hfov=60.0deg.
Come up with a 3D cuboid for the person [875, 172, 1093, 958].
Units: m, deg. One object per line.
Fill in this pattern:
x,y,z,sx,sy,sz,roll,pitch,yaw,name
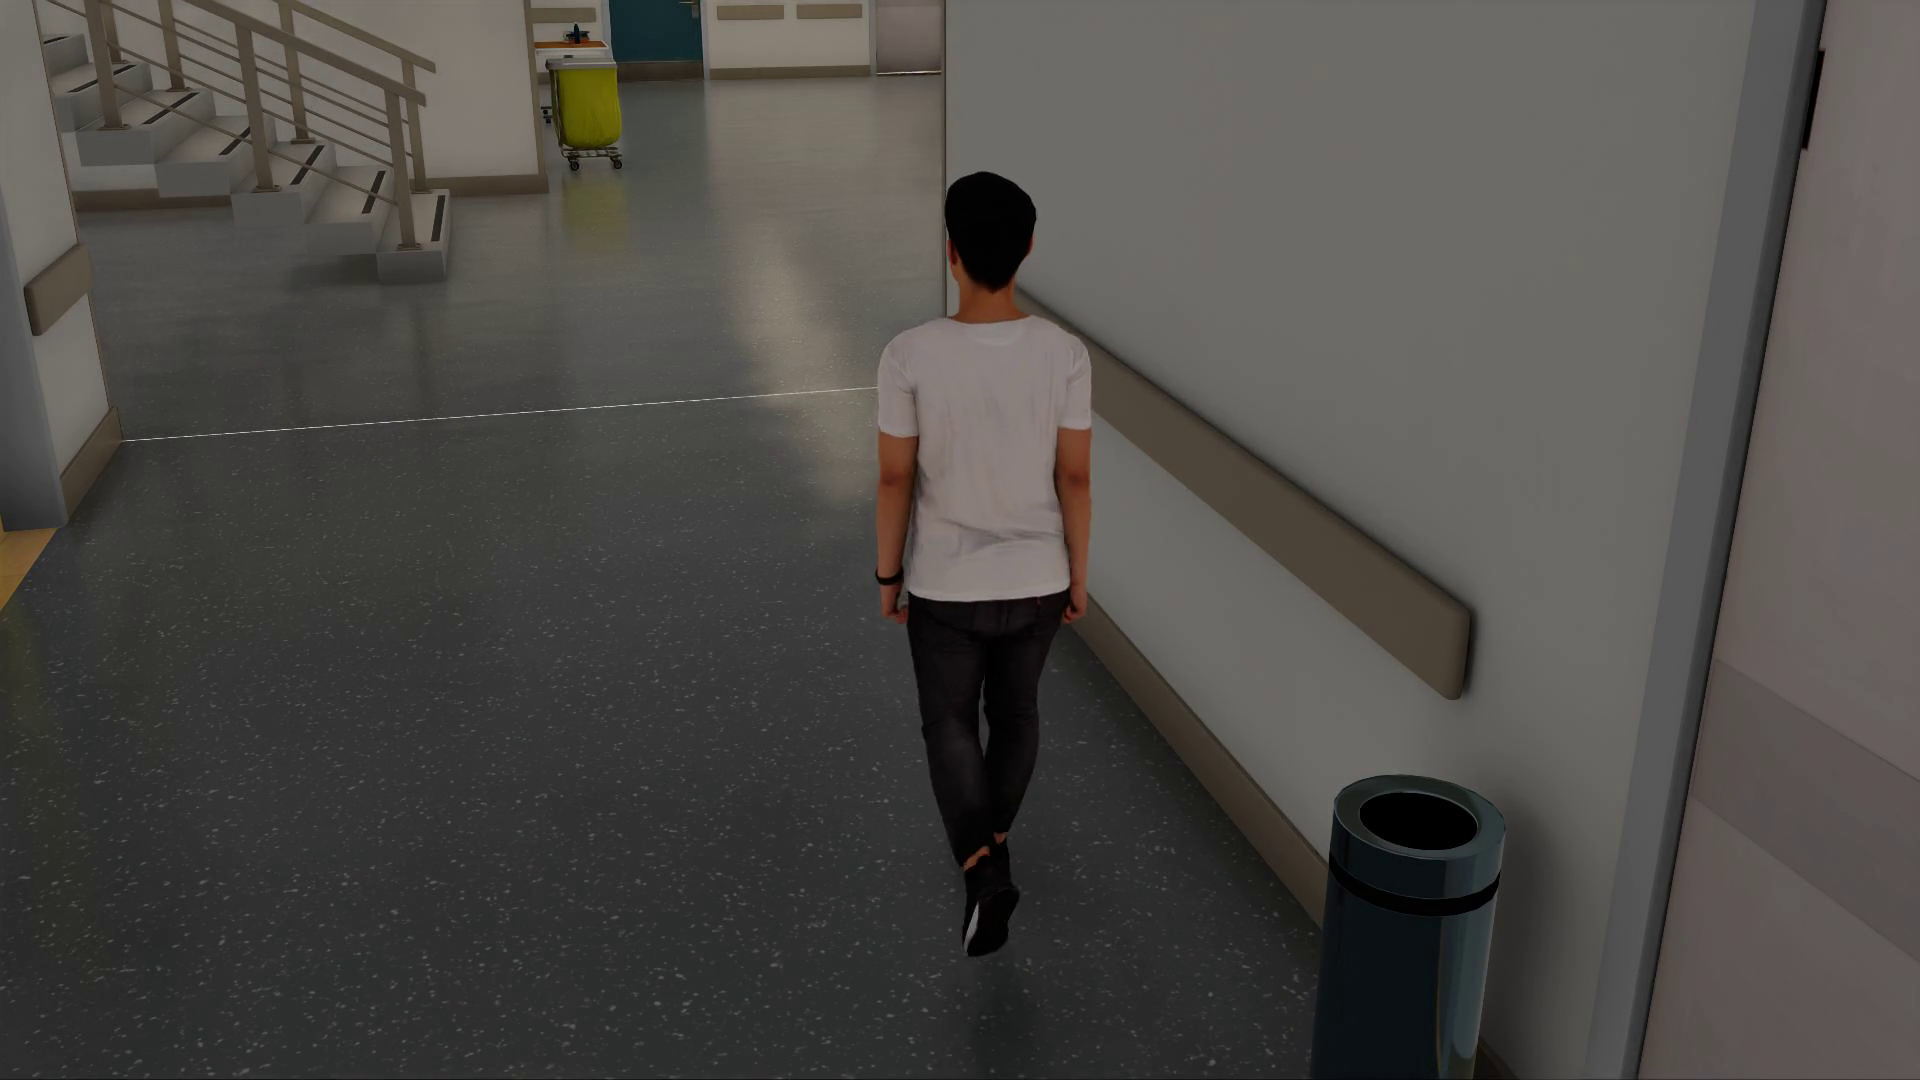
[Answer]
0.066,0.087,3.608,0.931,1.705,0.760,-3,21,-7,person
